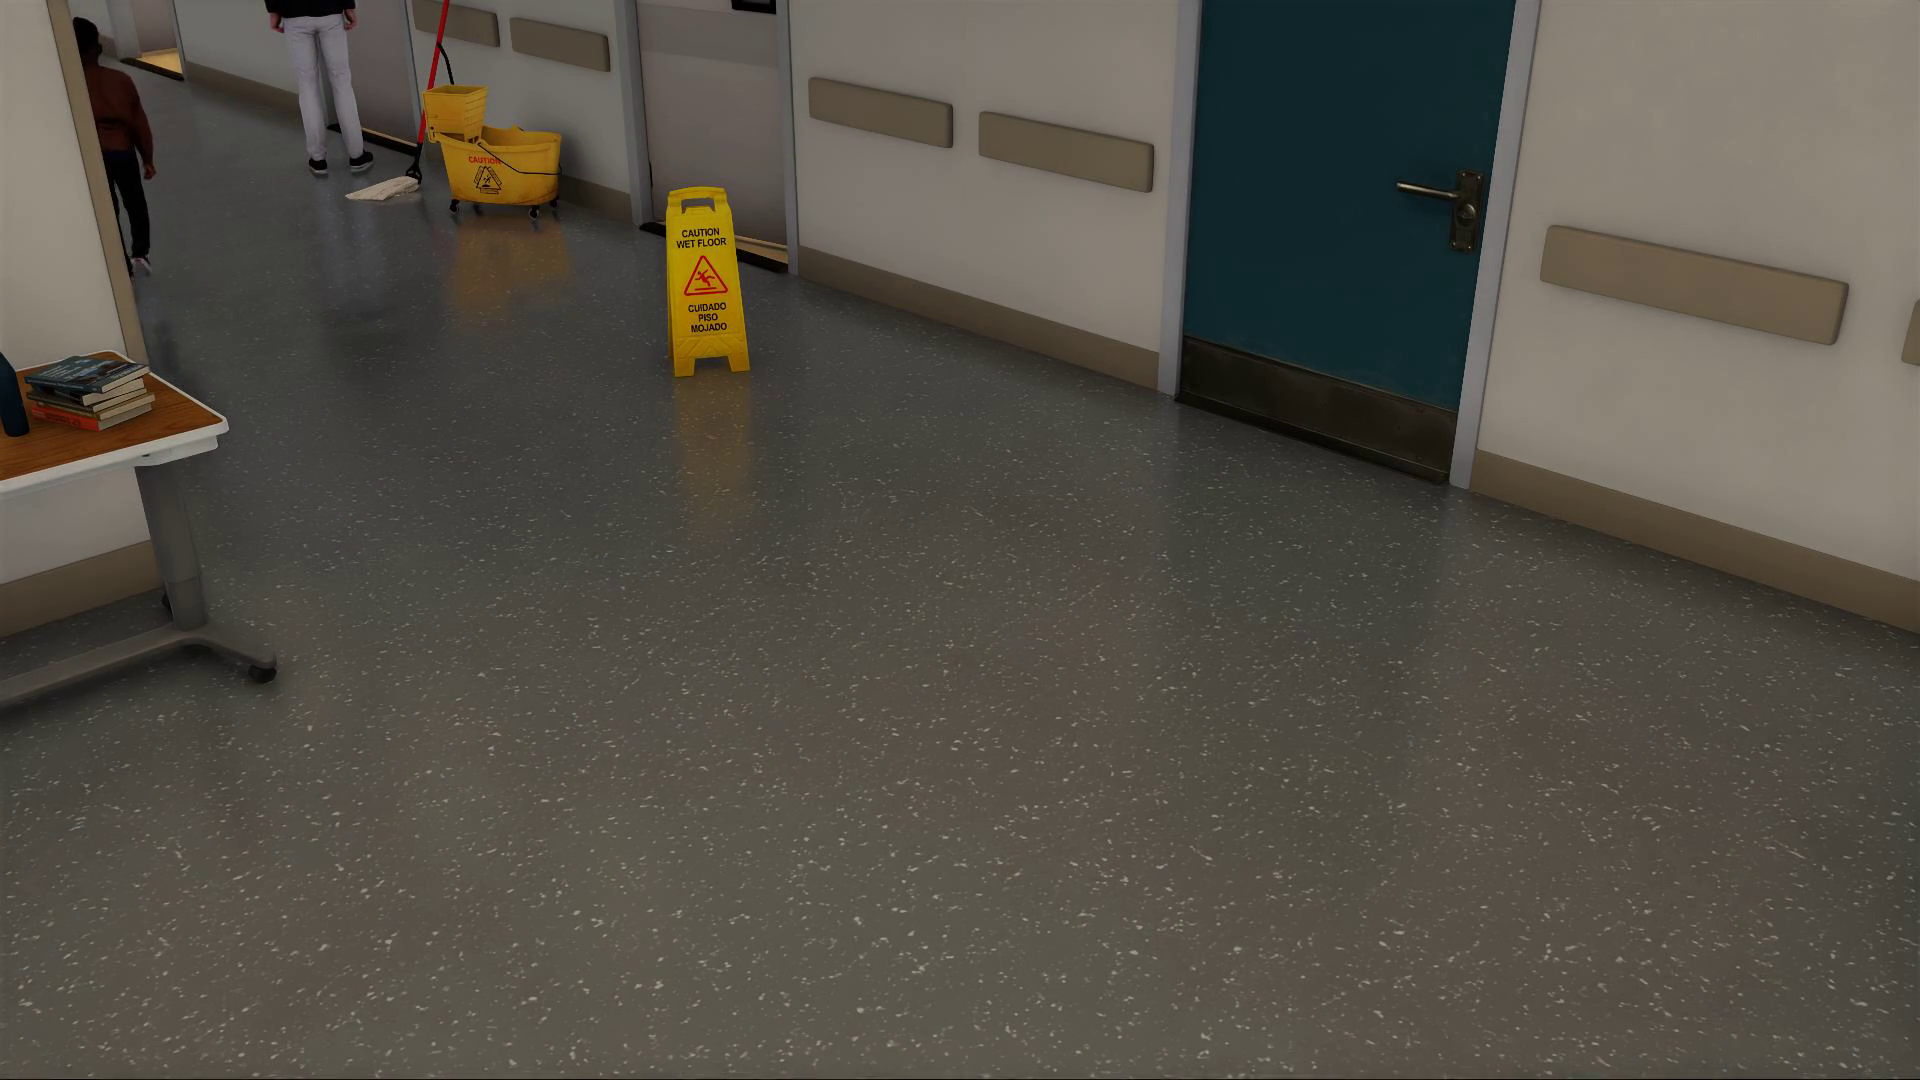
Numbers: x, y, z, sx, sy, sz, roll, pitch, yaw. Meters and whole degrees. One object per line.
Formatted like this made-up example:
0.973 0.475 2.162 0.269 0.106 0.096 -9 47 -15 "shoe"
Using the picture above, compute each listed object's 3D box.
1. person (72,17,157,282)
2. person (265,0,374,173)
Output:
-4.051 -1.818 7.893 0.634 1.244 0.718 -15 30 -29 "person"
-3.908 -3.172 10.012 0.734 1.843 0.712 -7 27 -15 "person"
